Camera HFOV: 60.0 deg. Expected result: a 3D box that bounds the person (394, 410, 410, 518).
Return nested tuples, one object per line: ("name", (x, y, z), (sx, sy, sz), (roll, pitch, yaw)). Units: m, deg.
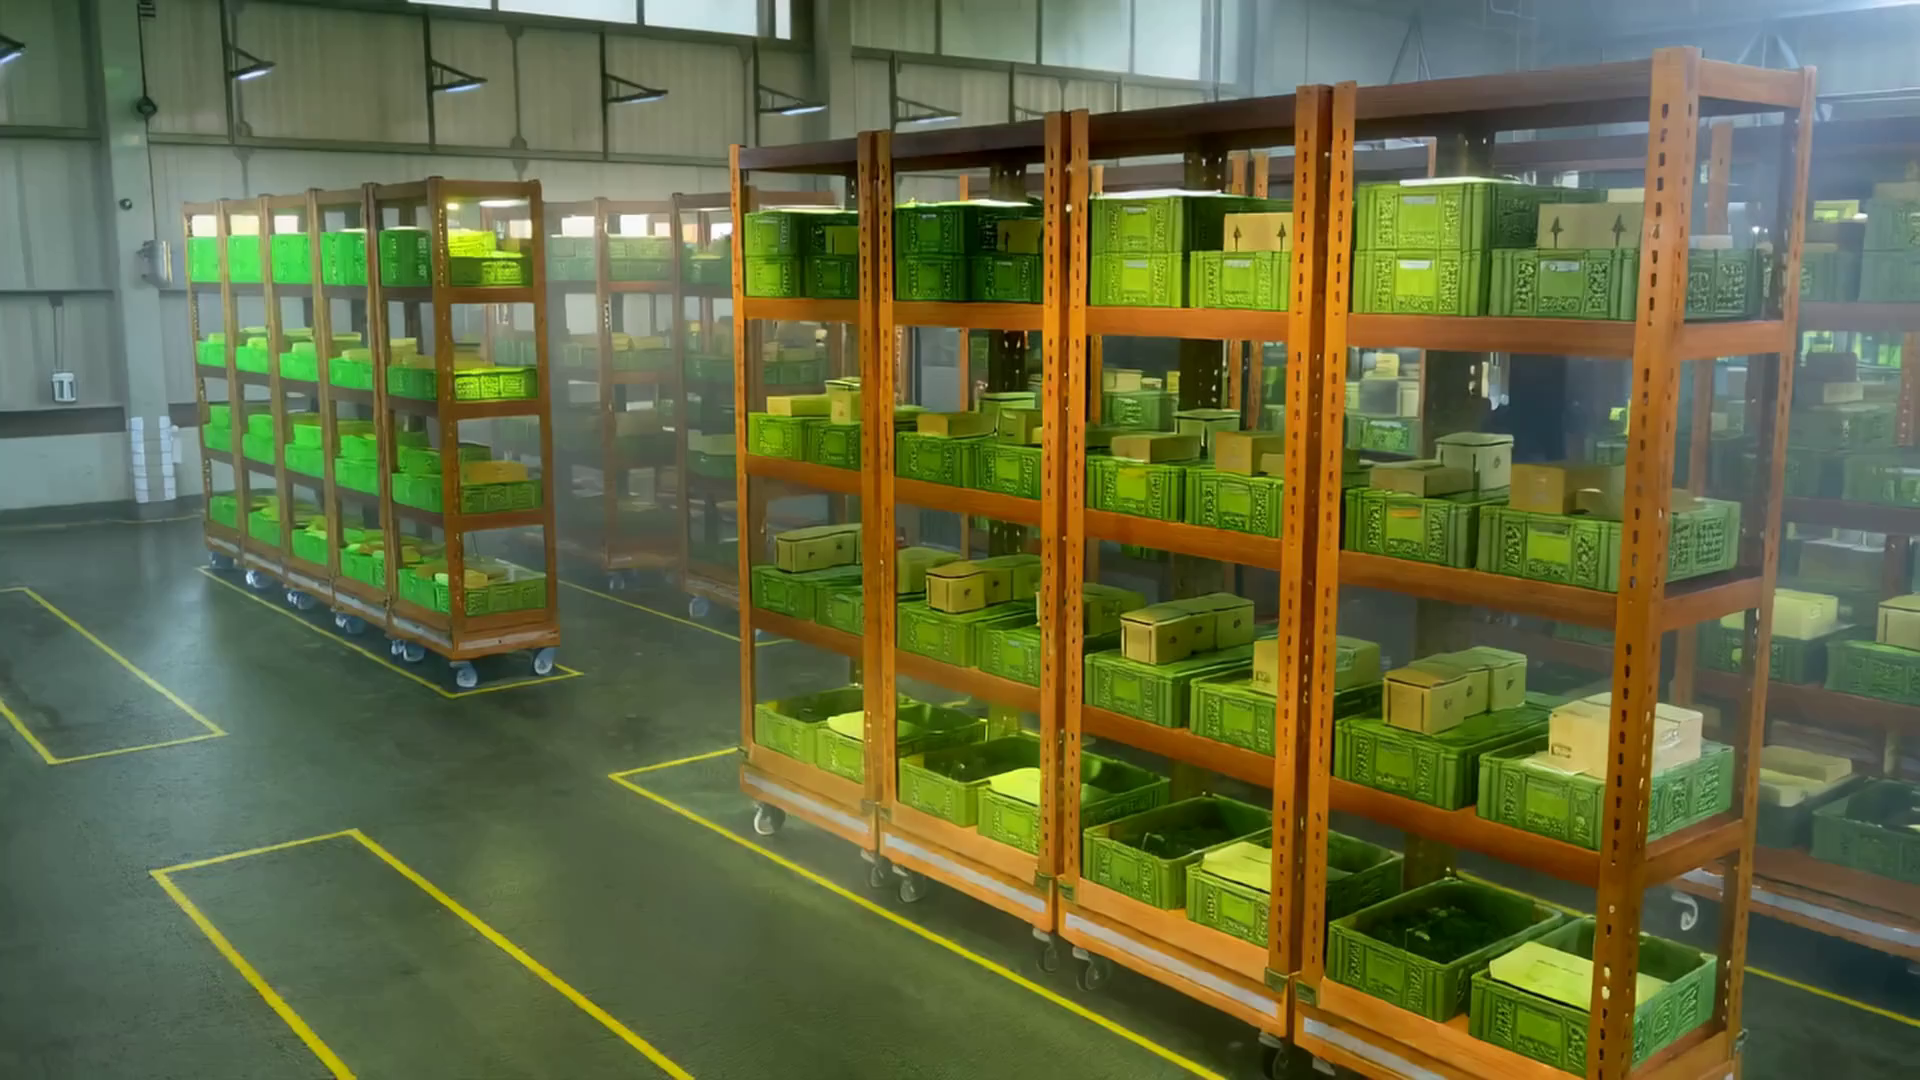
("person", (-6.676, -1.180, 19.812), (0.373, 1.840, 0.570), (-2, 10, -14))
